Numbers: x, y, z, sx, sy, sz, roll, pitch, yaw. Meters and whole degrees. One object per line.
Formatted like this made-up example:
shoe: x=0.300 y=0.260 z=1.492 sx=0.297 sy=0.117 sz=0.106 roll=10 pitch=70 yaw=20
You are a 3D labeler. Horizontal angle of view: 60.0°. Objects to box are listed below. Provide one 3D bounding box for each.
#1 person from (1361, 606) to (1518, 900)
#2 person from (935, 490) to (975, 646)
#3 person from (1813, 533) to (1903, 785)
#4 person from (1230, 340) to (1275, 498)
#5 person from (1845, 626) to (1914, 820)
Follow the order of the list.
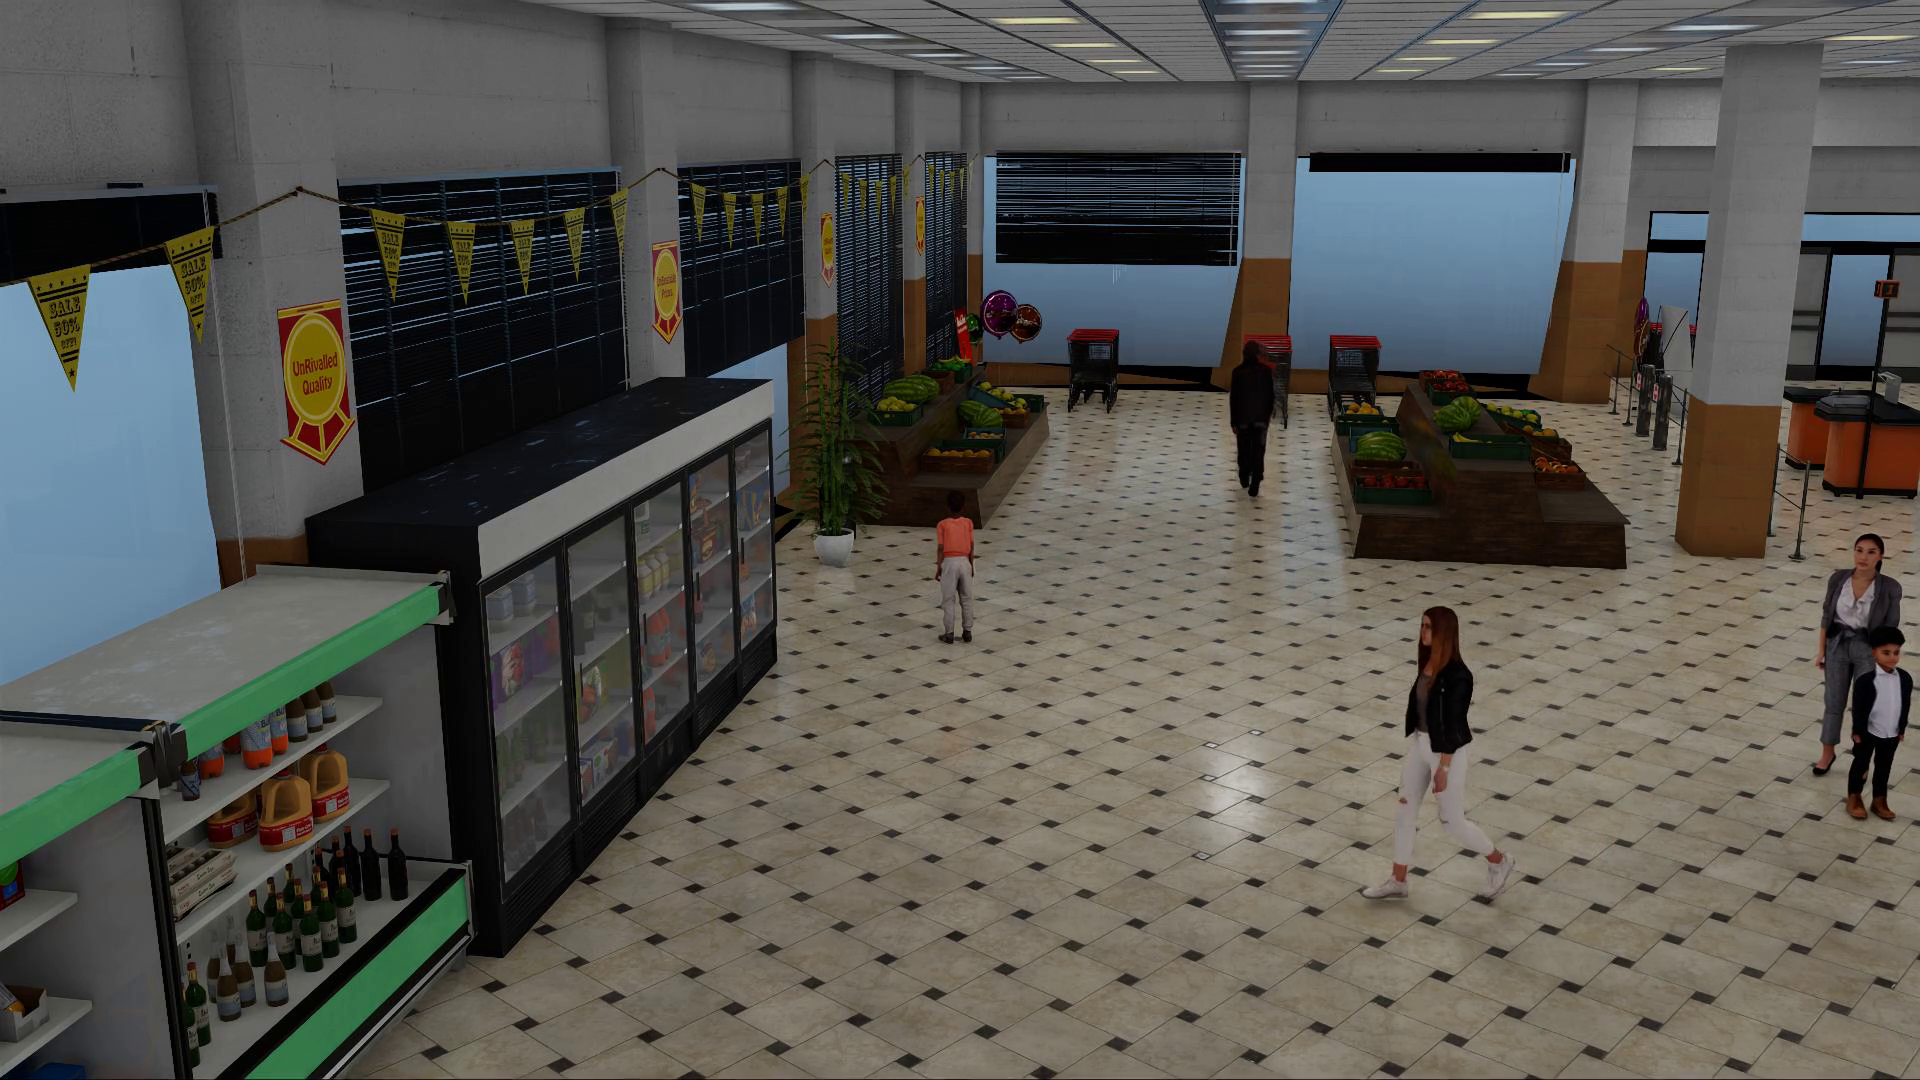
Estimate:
person: x=2.677 y=1.198 z=9.055 sx=0.967 sy=1.675 sz=1.098 roll=-4 pitch=14 yaw=-15
person: x=-0.034 y=0.222 z=13.854 sx=0.549 sy=1.310 sz=0.575 roll=-3 pitch=14 yaw=-14
person: x=5.836 y=0.767 z=10.838 sx=0.760 sy=1.672 sz=0.720 roll=-12 pitch=18 yaw=-41
person: x=3.446 y=-1.417 z=19.573 sx=0.661 sy=1.800 sz=1.185 roll=2 pitch=14 yaw=10
person: x=5.697 y=1.124 z=10.317 sx=0.525 sy=1.224 sz=0.517 roll=1 pitch=14 yaw=2
